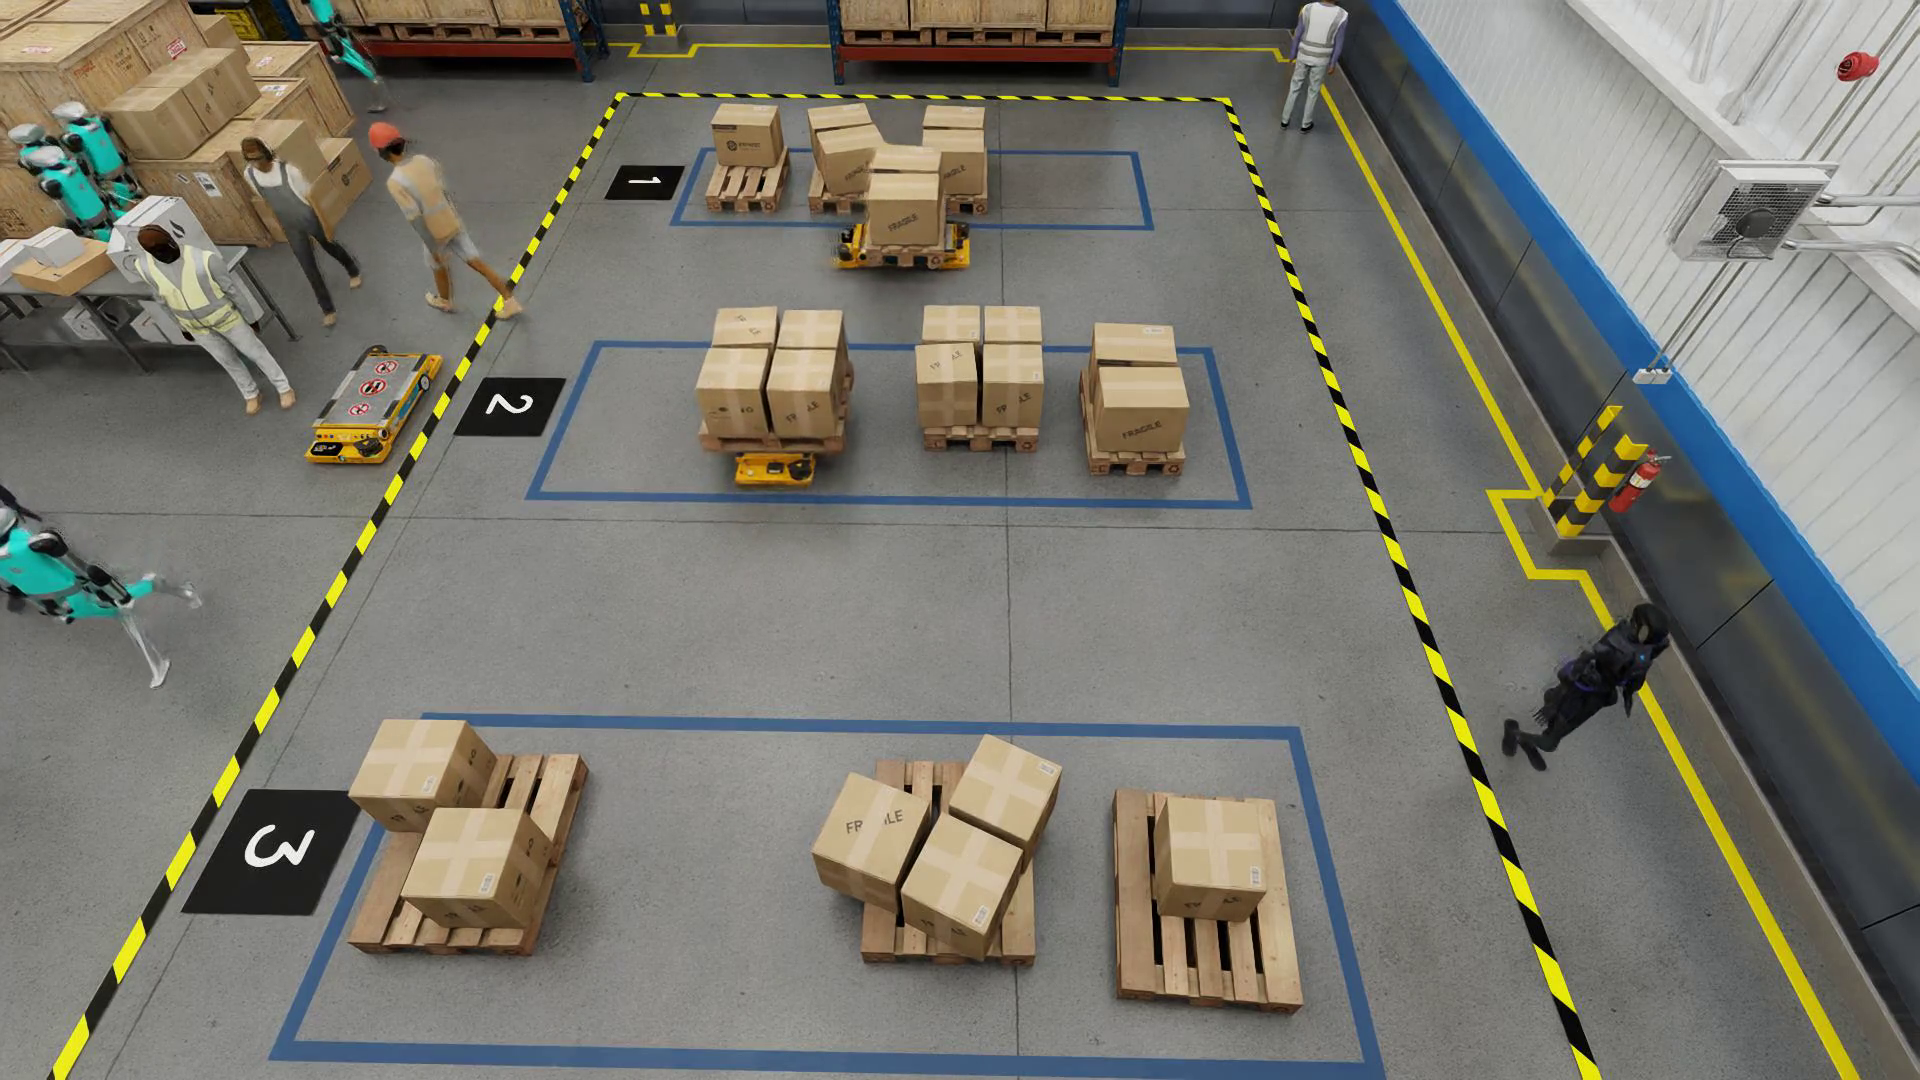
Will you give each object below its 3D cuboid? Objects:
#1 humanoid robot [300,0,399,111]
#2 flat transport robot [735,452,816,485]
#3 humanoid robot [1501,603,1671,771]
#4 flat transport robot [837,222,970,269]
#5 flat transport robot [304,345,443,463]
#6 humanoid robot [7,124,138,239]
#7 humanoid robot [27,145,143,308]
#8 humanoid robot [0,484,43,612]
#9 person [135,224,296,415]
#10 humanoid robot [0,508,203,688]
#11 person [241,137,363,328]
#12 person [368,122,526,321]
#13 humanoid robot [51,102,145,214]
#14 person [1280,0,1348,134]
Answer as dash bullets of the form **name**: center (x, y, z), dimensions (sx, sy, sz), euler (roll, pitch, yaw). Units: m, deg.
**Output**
- **humanoid robot**: center (-7.788, -6.349, 11.849), dimensions (0.732, 1.912, 0.550), euler (0, 50, 0)
- **flat transport robot**: center (-1.586, -1.076, 8.260), dimensions (0.652, 0.197, 1.431), euler (1, 50, 1)
- **humanoid robot**: center (3.882, 0.934, 5.655), dimensions (0.585, 1.651, 0.373), euler (-8, 50, -7)
- **flat transport robot**: center (-0.613, -3.270, 10.115), dimensions (1.431, 0.197, 0.652), euler (1, 50, 1)
- **flat transport robot**: center (-5.383, -1.269, 8.441), dimensions (0.659, 0.231, 1.431), euler (1, 50, 1)
- **humanoid robot**: center (-8.447, -3.298, 9.177), dimensions (0.805, 1.737, 0.536), euler (-9, 50, -7)
- **humanoid robot**: center (-8.432, -2.905, 8.886), dimensions (0.680, 1.806, 0.542), euler (-1, 50, -1)
- **humanoid robot**: center (-7.081, -0.132, 6.560), dimensions (0.400, 1.645, 0.597), euler (25, 54, 19)
- **person**: center (-6.448, -1.894, 7.949), dimensions (0.631, 1.834, 0.429), euler (-12, 51, -10)
- **humanoid robot**: center (-5.865, 0.195, 6.249), dimensions (0.555, 1.765, 0.964), euler (-11, 51, -9)
- **person**: center (-6.456, -3.100, 8.996), dimensions (0.512, 1.786, 0.989), euler (-10, 51, -8)
- **person**: center (-4.978, -2.968, 8.763), dimensions (1.120, 1.970, 0.637), euler (12, 51, 10)
- **humanoid robot**: center (-8.800, -3.566, 9.471), dimensions (0.736, 1.861, 0.530), euler (3, 50, 2)
- **person**: center (4.429, -6.041, 11.454), dimensions (0.600, 1.830, 0.404), euler (24, 54, 19)
